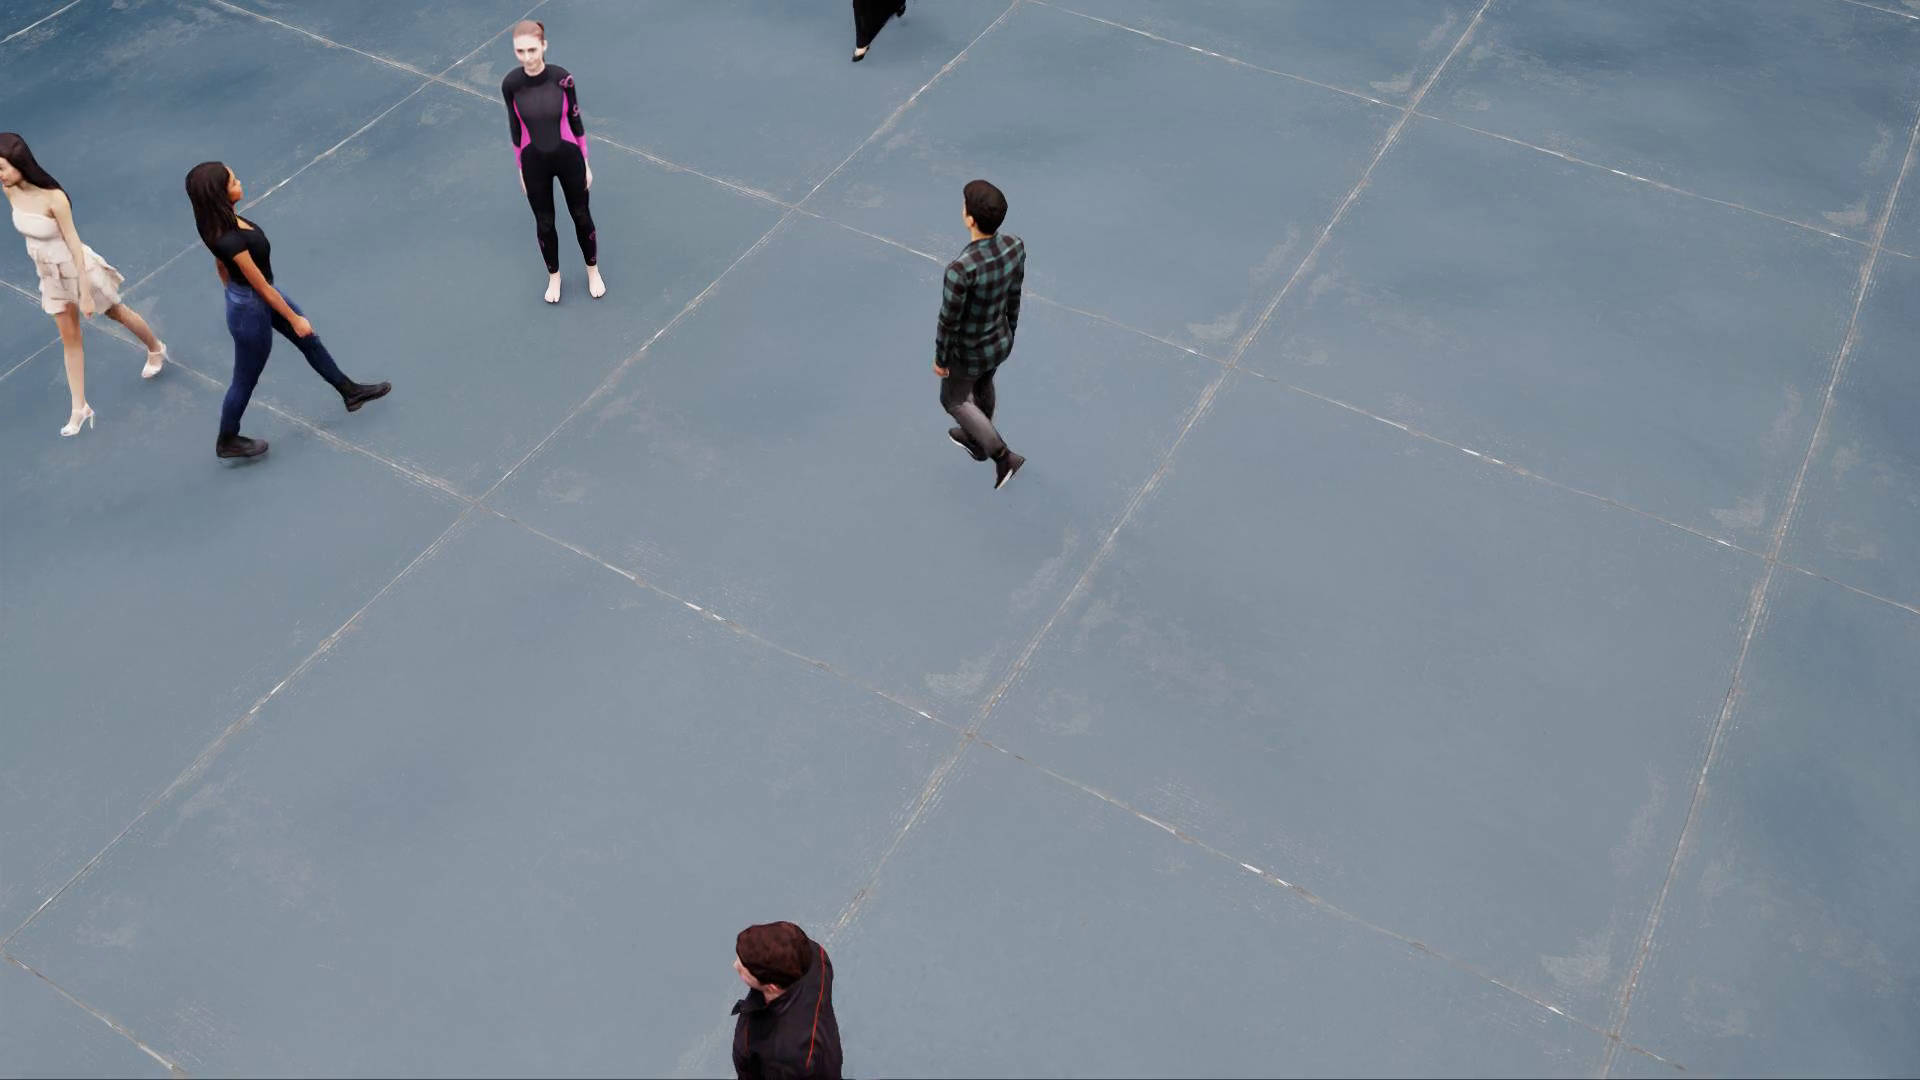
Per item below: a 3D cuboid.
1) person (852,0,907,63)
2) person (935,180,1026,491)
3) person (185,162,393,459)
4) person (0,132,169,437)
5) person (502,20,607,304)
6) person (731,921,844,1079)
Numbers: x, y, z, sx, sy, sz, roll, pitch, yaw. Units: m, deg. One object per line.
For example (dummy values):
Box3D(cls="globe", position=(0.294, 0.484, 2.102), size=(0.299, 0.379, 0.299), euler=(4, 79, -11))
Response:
Box3D(cls="person", position=(-0.555, -4.063, 11.245), size=(0.879, 1.584, 0.728), euler=(16, 49, 15))
Box3D(cls="person", position=(0.123, -0.931, 8.009), size=(0.930, 1.697, 0.809), euler=(36, 57, 29))
Box3D(cls="person", position=(-3.645, -1.090, 8.425), size=(1.048, 1.689, 1.176), euler=(-22, 51, -19))
Box3D(cls="person", position=(-4.560, -1.415, 8.726), size=(0.996, 1.688, 0.746), euler=(17, 49, 15))
Box3D(cls="person", position=(-2.279, -2.115, 9.330), size=(0.653, 1.751, 0.722), euler=(-7, 48, -6))
Box3D(cls="person", position=(-0.458, 1.850, 5.577), size=(1.328, 1.879, 1.136), euler=(-1, 47, -1))
